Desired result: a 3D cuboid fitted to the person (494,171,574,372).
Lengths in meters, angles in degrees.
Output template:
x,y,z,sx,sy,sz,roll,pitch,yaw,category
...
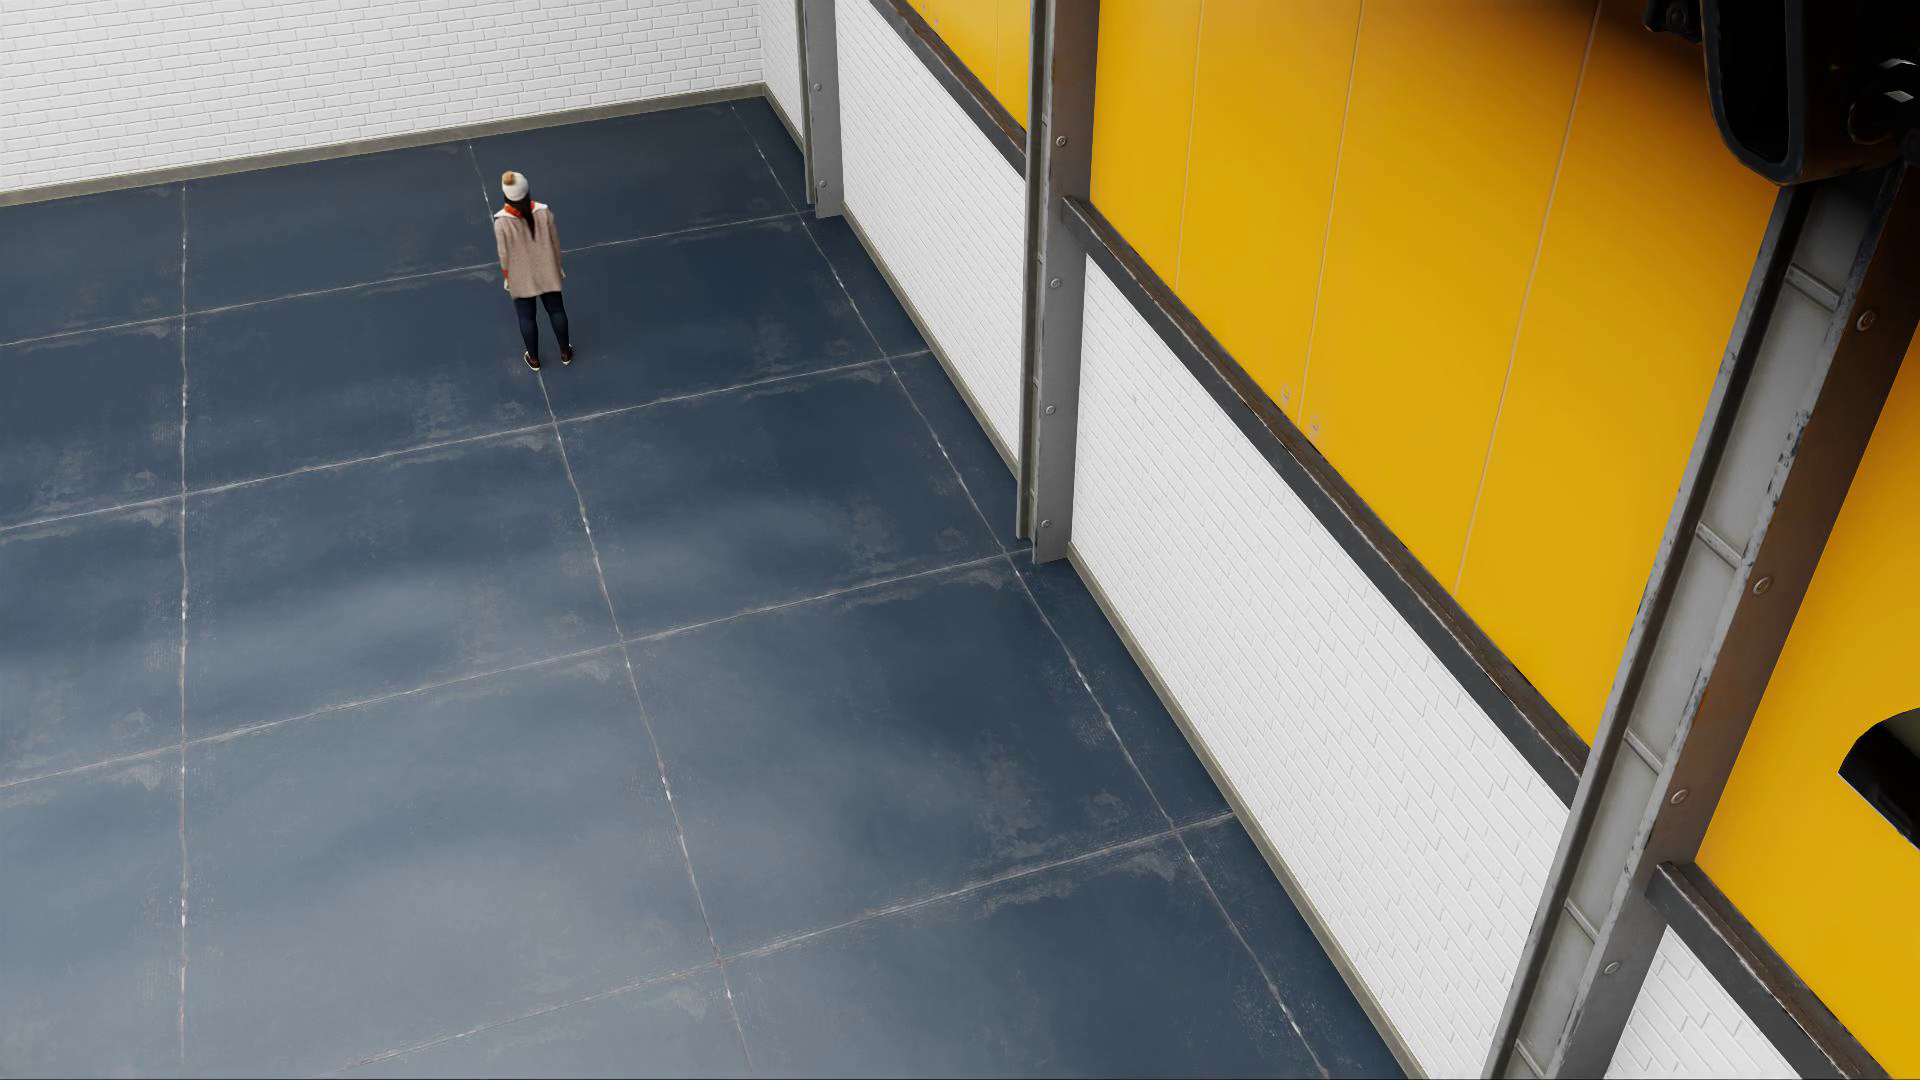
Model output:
x,y,z,sx,sy,sz,roll,pitch,yaw,category
-3.730,-2.361,14.480,0.679,1.895,0.633,-13,40,-16,person
